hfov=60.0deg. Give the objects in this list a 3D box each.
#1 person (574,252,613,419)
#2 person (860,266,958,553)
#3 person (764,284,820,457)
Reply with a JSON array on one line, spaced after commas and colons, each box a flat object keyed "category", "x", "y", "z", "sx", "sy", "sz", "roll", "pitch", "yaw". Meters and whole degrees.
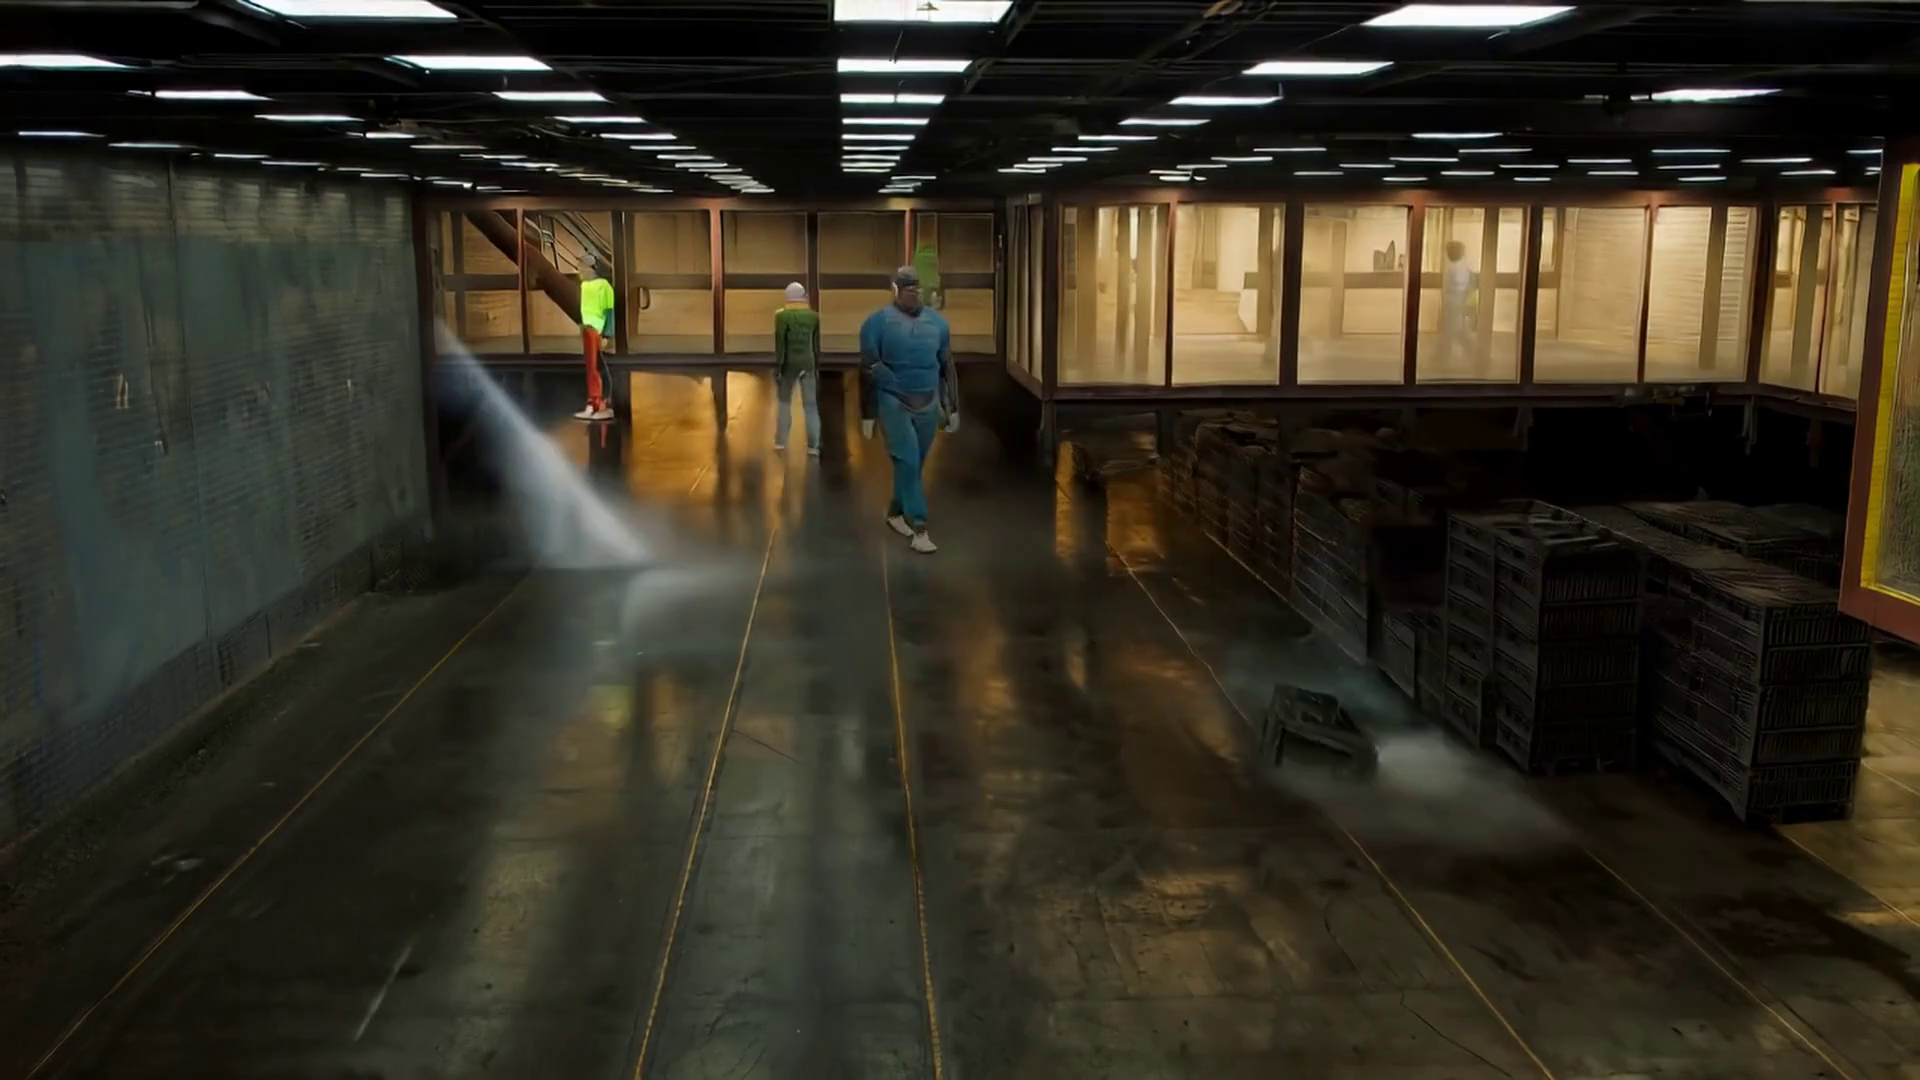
[{"category": "person", "x": -4.108, "y": -2.282, "z": 18.609, "sx": 0.535, "sy": 1.866, "sz": 0.314, "roll": 9, "pitch": 14, "yaw": 39}, {"category": "person", "x": -0.340, "y": -0.900, "z": 11.175, "sx": 0.654, "sy": 1.866, "sz": 0.971, "roll": -5, "pitch": 12, "yaw": -25}, {"category": "person", "x": -1.555, "y": -1.592, "z": 15.606, "sx": 0.521, "sy": 1.594, "sz": 0.803, "roll": -7, "pitch": 12, "yaw": -32}]
